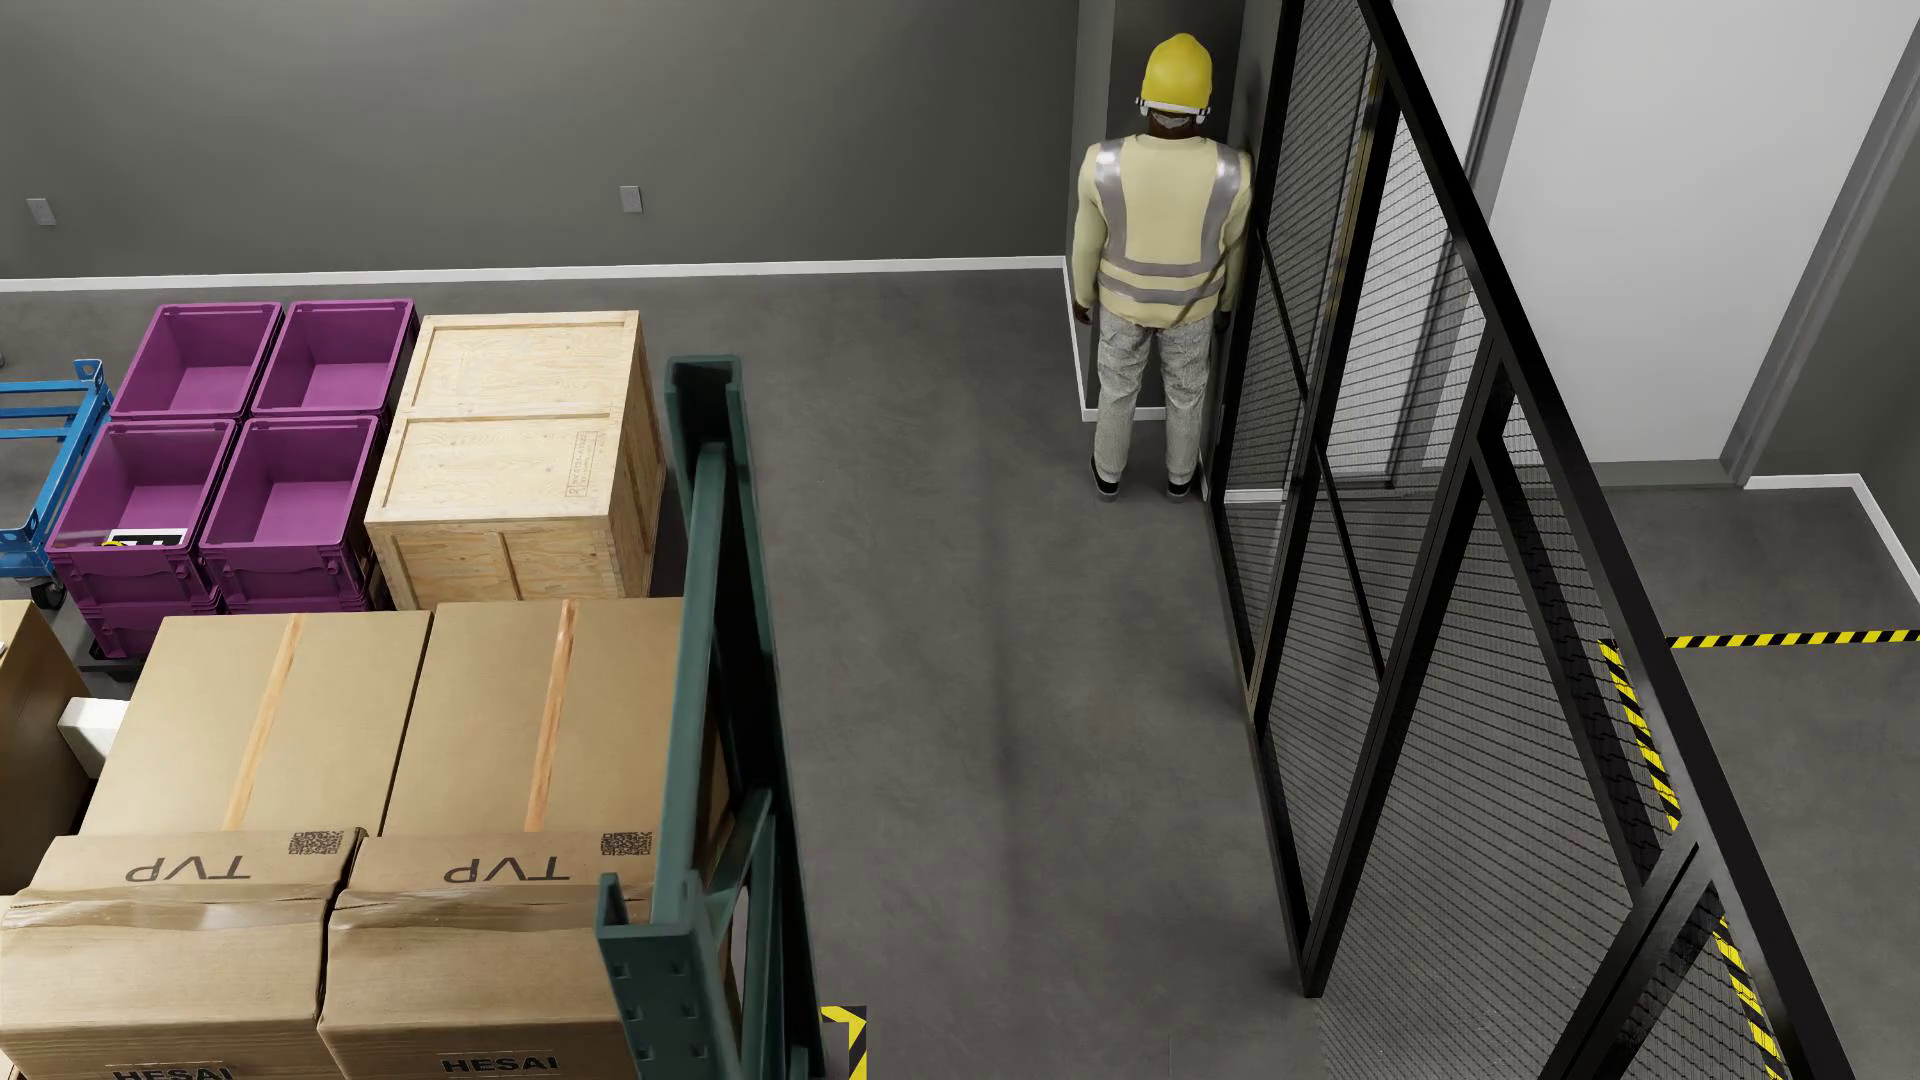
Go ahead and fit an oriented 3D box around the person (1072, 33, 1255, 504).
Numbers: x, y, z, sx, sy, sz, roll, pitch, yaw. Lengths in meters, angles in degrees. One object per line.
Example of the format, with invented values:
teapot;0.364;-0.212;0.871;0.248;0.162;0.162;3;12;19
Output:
person;0.672;-0.860;5.649;0.587;1.835;0.404;5;47;4

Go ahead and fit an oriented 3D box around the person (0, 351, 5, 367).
person;-4.036;-1.272;5.973;0.371;1.938;0.627;-3;46;-3
